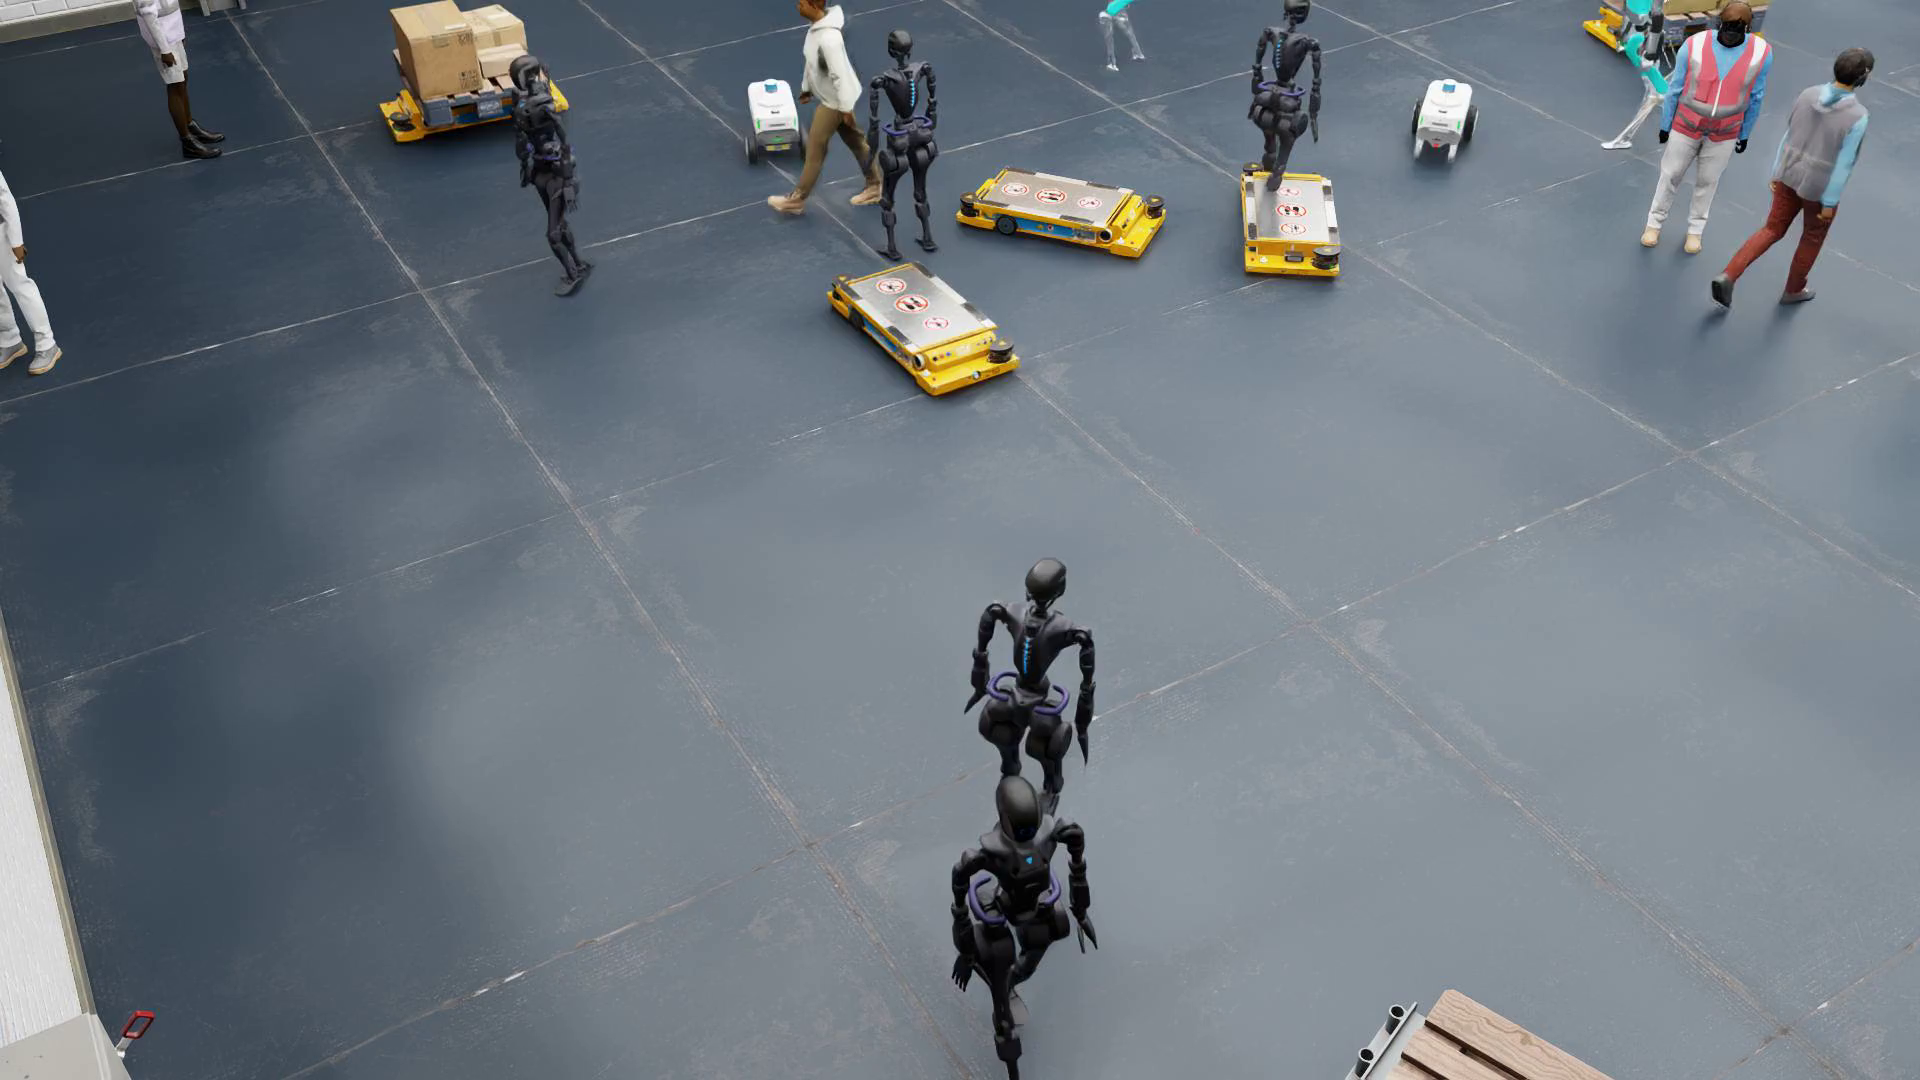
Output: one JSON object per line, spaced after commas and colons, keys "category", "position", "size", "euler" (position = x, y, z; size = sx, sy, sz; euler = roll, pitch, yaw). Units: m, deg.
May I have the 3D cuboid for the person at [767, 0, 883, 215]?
{"category": "person", "position": [-0.985, -3.197, 12.160], "size": [0.939, 1.708, 0.525], "euler": [-7, 39, -9]}

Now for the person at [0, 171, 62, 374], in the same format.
{"category": "person", "position": [-6.124, -1.907, 10.398], "size": [0.572, 1.884, 0.360], "euler": [9, 39, 11]}

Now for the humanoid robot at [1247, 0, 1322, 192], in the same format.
{"category": "humanoid robot", "position": [2.381, -3.176, 12.183], "size": [0.609, 1.637, 0.600], "euler": [28, 46, 31]}

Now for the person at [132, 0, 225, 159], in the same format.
{"category": "person", "position": [-6.147, -3.925, 12.900], "size": [0.349, 1.942, 0.544], "euler": [-8, 39, -10]}

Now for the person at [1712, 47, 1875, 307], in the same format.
{"category": "person", "position": [5.551, -2.344, 10.974], "size": [0.833, 1.853, 0.560], "euler": [-18, 42, -21]}

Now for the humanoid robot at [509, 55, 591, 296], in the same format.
{"category": "humanoid robot", "position": [-2.811, -2.497, 11.315], "size": [0.612, 1.642, 0.510], "euler": [29, 47, 31]}

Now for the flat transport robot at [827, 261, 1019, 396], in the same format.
{"category": "flat transport robot", "position": [-0.267, -1.450, 11.122], "size": [0.659, 0.231, 1.431], "euler": [-21, 43, -24]}

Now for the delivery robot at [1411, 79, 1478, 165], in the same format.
{"category": "delivery robot", "position": [3.886, -3.403, 13.359], "size": [0.499, 0.599, 0.784], "euler": [13, 40, 15]}

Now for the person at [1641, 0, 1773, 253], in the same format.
{"category": "person", "position": [5.237, -2.893, 11.689], "size": [0.628, 1.836, 0.431], "euler": [12, 40, 15]}

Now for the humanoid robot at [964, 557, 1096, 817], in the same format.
{"category": "humanoid robot", "position": [0.251, 0.789, 7.170], "size": [0.606, 1.642, 0.528], "euler": [15, 41, 18]}

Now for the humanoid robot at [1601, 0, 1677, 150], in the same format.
{"category": "humanoid robot", "position": [5.487, -3.876, 13.049], "size": [0.723, 1.853, 0.535], "euler": [-5, 39, -6]}

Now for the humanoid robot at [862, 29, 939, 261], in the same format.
{"category": "humanoid robot", "position": [-0.395, -2.787, 11.675], "size": [0.602, 1.640, 0.328], "euler": [-22, 43, -25]}

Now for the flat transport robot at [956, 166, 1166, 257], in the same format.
{"category": "flat transport robot", "position": [0.754, -2.451, 12.384], "size": [1.431, 0.231, 0.659], "euler": [15, 41, 18]}

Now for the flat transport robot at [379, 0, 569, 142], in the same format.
{"category": "flat transport robot", "position": [-4.070, -3.665, 13.916], "size": [1.431, 0.231, 0.659], "euler": [-17, 42, -21]}

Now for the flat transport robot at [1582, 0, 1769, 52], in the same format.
{"category": "flat transport robot", "position": [6.532, -4.718, 15.245], "size": [1.431, 0.231, 0.659], "euler": [-9, 39, -11]}

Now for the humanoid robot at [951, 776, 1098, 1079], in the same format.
{"category": "humanoid robot", "position": [0.256, 1.484, 6.320], "size": [0.597, 1.626, 0.764], "euler": [-15, 41, -18]}

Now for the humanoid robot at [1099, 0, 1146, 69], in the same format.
{"category": "humanoid robot", "position": [1.482, -4.914, 14.354], "size": [0.750, 1.820, 0.534], "euler": [13, 40, 16]}

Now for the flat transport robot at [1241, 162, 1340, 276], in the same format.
{"category": "flat transport robot", "position": [2.426, -2.376, 12.289], "size": [0.659, 0.231, 1.431], "euler": [4, 39, 5]}

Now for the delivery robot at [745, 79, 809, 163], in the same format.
{"category": "delivery robot", "position": [-1.493, -3.374, 13.335], "size": [0.499, 0.614, 0.818], "euler": [-7, 39, -9]}
